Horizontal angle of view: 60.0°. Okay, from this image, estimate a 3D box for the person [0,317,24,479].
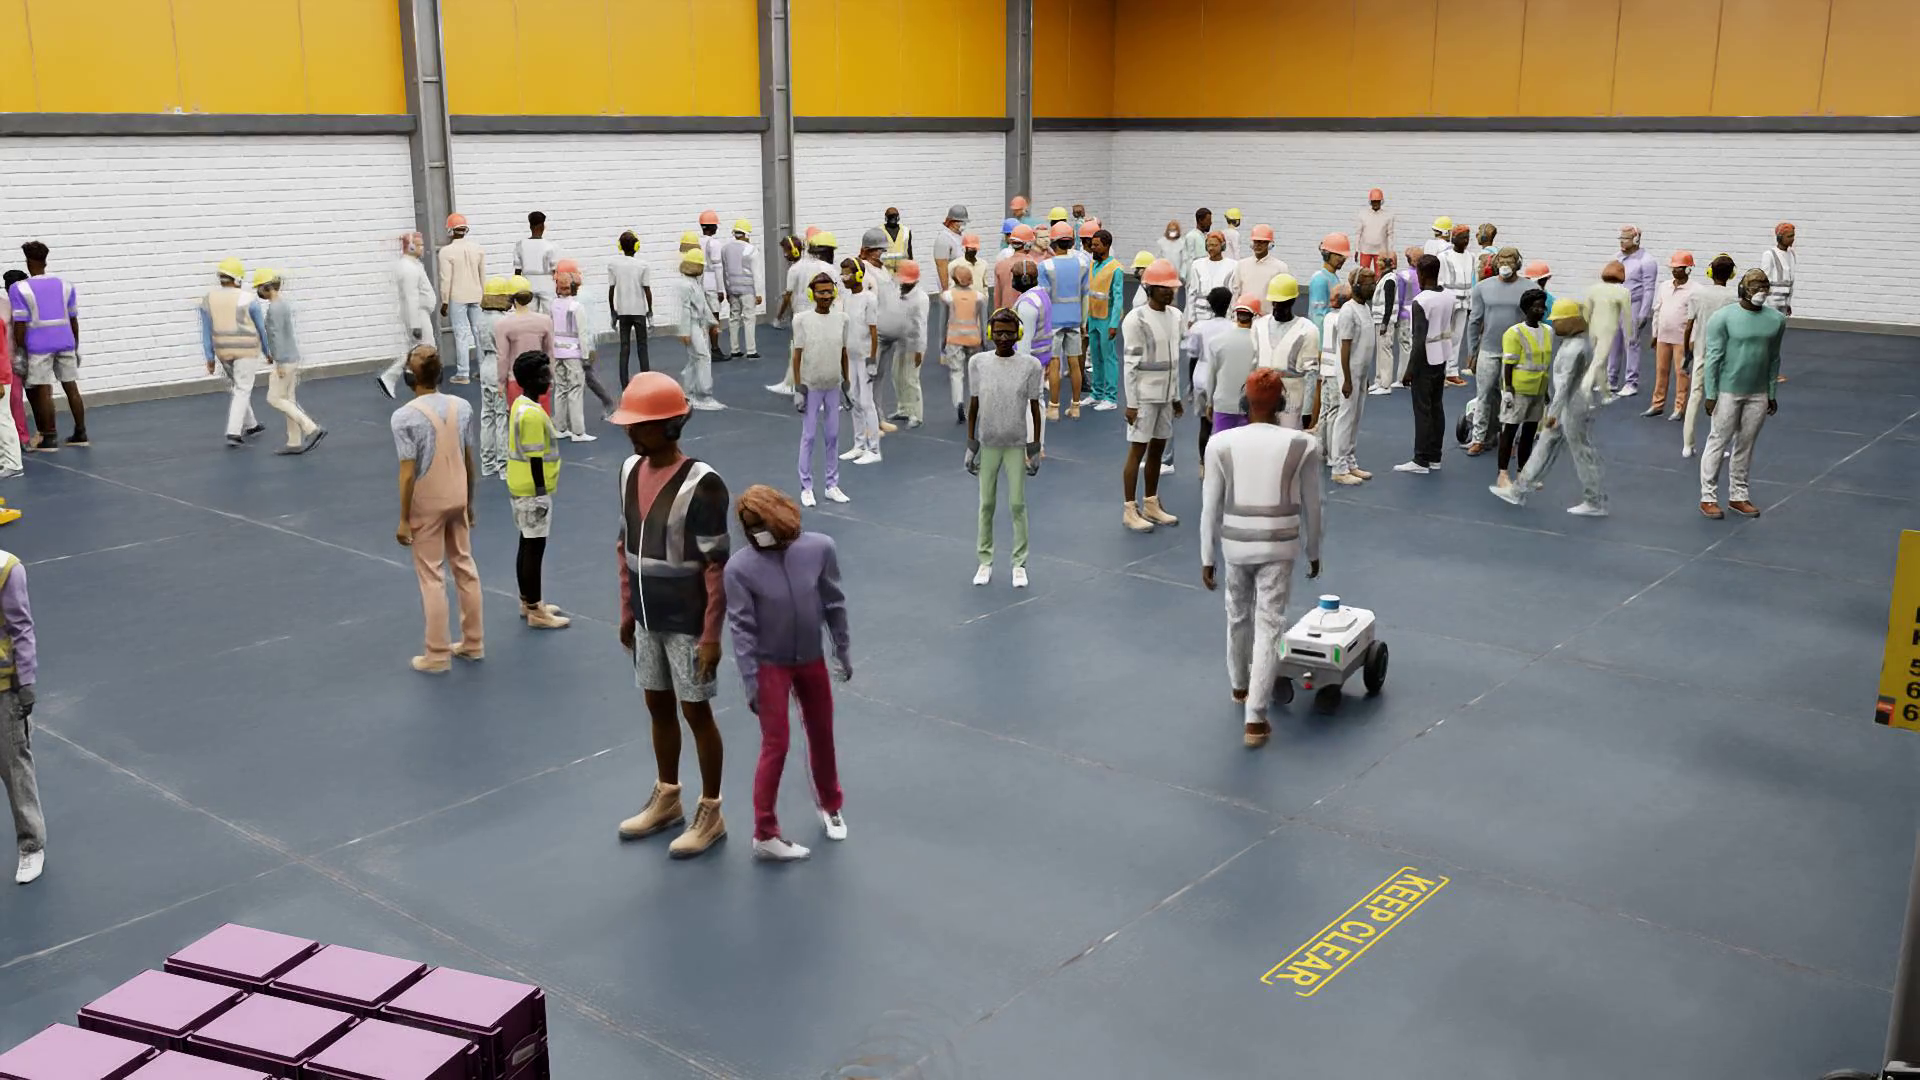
[{"bbox_3d":[-8.419,-1.403,14.399,0.573,1.738,0.352,12,19,40],"label":"person"}]

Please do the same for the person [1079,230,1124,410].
[{"bbox_3d":[1.536,-2.358,17.846,0.392,1.919,0.590,-8,16,-28],"label":"person"}]

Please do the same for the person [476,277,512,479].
[{"bbox_3d":[-3.976,-1.402,14.404,0.484,1.736,0.342,12,19,41],"label":"person"}]

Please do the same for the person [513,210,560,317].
[{"bbox_3d":[-5.266,-3.132,20.843,0.614,1.962,0.366,2,14,6],"label":"person"}]

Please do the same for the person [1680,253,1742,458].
[{"bbox_3d":[6.868,-1.669,15.188,0.538,1.870,0.312,11,18,38],"label":"person"}]

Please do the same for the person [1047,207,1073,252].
[{"bbox_3d":[1.335,-3.525,22.488,0.379,1.925,0.594,4,14,14],"label":"person"}]

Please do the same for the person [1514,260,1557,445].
[{"bbox_3d":[5.455,-1.786,15.893,0.341,1.749,0.572,11,18,38],"label":"person"}]

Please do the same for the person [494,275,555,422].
[{"bbox_3d":[-3.700,-1.365,14.186,0.525,1.769,0.309,-11,18,-37],"label":"person"}]

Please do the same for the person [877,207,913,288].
[{"bbox_3d":[-0.985,-3.926,24.268,0.635,1.840,0.429,-4,14,-14],"label":"person"}]

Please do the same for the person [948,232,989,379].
[{"bbox_3d":[0.118,-2.820,20.025,0.559,1.752,0.325,-9,17,-33],"label":"person"}]

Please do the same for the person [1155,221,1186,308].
[{"bbox_3d":[3.199,-4.028,25.200,0.507,1.573,0.884,2,14,8],"label":"person"}]

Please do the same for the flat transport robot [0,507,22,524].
[{"bbox_3d":[-7.768,-0.123,12.252,0.652,0.197,1.431,5,15,18],"label":"flat transport robot"}]

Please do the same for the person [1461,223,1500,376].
[{"bbox_3d":[6.361,-2.917,20.226,0.345,1.847,0.504,12,18,40],"label":"person"}]

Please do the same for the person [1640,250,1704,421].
[{"bbox_3d":[7.383,-2.110,17.185,0.327,1.752,0.563,-9,16,-31],"label":"person"}]

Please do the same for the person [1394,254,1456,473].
[{"bbox_3d":[4.105,-1.539,14.583,0.390,1.913,0.588,13,19,42],"label":"person"}]

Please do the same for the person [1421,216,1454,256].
[{"bbox_3d":[6.330,-3.347,21.968,0.404,1.833,0.590,-6,15,-22],"label":"person"}]

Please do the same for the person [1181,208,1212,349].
[{"bbox_3d":[3.223,-3.561,22.677,0.384,1.910,0.596,9,17,31],"label":"person"}]

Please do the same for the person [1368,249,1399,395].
[{"bbox_3d":[4.800,-2.464,18.833,0.308,1.641,0.514,1,14,4],"label":"person"}]

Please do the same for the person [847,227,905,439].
[{"bbox_3d":[-0.803,-2.033,16.297,0.536,2.000,0.681,5,15,20],"label":"person"}]

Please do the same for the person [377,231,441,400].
[{"bbox_3d":[-5.983,-2.414,18.139,0.702,1.883,0.657,-6,15,-22],"label":"person"}]

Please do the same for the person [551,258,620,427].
[{"bbox_3d":[-3.866,-2.010,16.899,0.872,1.713,0.568,-8,16,-30],"label":"person"}]

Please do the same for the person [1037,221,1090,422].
[{"bbox_3d":[1.033,-2.239,17.112,0.605,2.045,0.377,-6,15,-24],"label":"person"}]

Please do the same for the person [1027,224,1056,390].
[{"bbox_3d":[0.917,-2.635,18.975,0.653,1.906,0.408,-12,19,-40],"label":"person"}]

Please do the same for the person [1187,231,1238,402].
[{"bbox_3d":[2.775,-2.434,18.216,0.585,1.882,0.340,6,15,23],"label":"person"}]

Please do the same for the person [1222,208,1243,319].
[{"bbox_3d":[4.145,-4.175,25.414,0.314,1.768,0.527,-5,15,-19],"label":"person"}]

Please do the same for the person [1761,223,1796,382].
[{"bbox_3d":[9.650,-2.796,19.666,0.584,1.882,0.345,-10,17,-34],"label":"person"}]

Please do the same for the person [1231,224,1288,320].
[{"bbox_3d":[3.129,-2.308,17.487,0.612,1.997,0.375,9,16,31],"label":"person"}]

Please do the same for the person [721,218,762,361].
[{"bbox_3d":[-2.816,-3.242,21.575,0.594,1.825,0.403,8,16,29],"label":"person"}]

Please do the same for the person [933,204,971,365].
[{"bbox_3d":[-0.018,-3.250,21.161,0.538,2.000,0.689,7,16,25],"label":"person"}]

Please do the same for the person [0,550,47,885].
[{"bbox_3d":[-3.946,0.586,6.644,0.511,1.641,0.307,-2,14,-7],"label":"person"}]

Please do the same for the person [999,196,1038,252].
[{"bbox_3d":[0.918,-4.286,25.503,0.638,1.948,1.030,9,17,32],"label":"person"}]

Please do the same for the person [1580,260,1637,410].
[{"bbox_3d":[6.966,-2.200,17.871,0.841,1.581,0.521,-7,16,-28],"label":"person"}]

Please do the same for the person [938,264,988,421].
[{"bbox_3d":[0.044,-2.029,17.163,0.518,1.611,0.694,-2,14,-8],"label":"person"}]

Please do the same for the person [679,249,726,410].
[{"bbox_3d":[-2.762,-2.250,17.802,0.516,1.717,0.500,0,14,-1],"label":"person"}]

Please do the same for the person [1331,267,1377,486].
[{"bbox_3d":[3.361,-1.393,14.135,0.333,1.844,0.514,8,16,29],"label":"person"}]

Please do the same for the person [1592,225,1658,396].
[{"bbox_3d":[7.488,-2.580,18.757,0.402,1.906,0.652,-6,15,-23],"label":"person"}]

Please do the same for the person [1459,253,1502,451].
[{"bbox_3d":[4.957,-1.754,15.573,0.393,1.847,0.563,9,17,33],"label":"person"}]

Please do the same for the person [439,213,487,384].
[{"bbox_3d":[-5.863,-2.847,19.641,0.379,1.996,0.608,12,18,39],"label":"person"}]

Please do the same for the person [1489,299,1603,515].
[{"bbox_3d":[4.651,-1.031,12.982,0.905,1.685,0.499,4,15,15],"label":"person"}]

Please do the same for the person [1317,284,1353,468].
[{"bbox_3d":[3.368,-1.463,14.839,0.307,1.637,0.514,-2,14,-8],"label":"person"}]

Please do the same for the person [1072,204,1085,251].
[{"bbox_3d":[2.113,-5.094,29.364,0.312,1.634,0.514,3,14,10],"label":"person"}]
